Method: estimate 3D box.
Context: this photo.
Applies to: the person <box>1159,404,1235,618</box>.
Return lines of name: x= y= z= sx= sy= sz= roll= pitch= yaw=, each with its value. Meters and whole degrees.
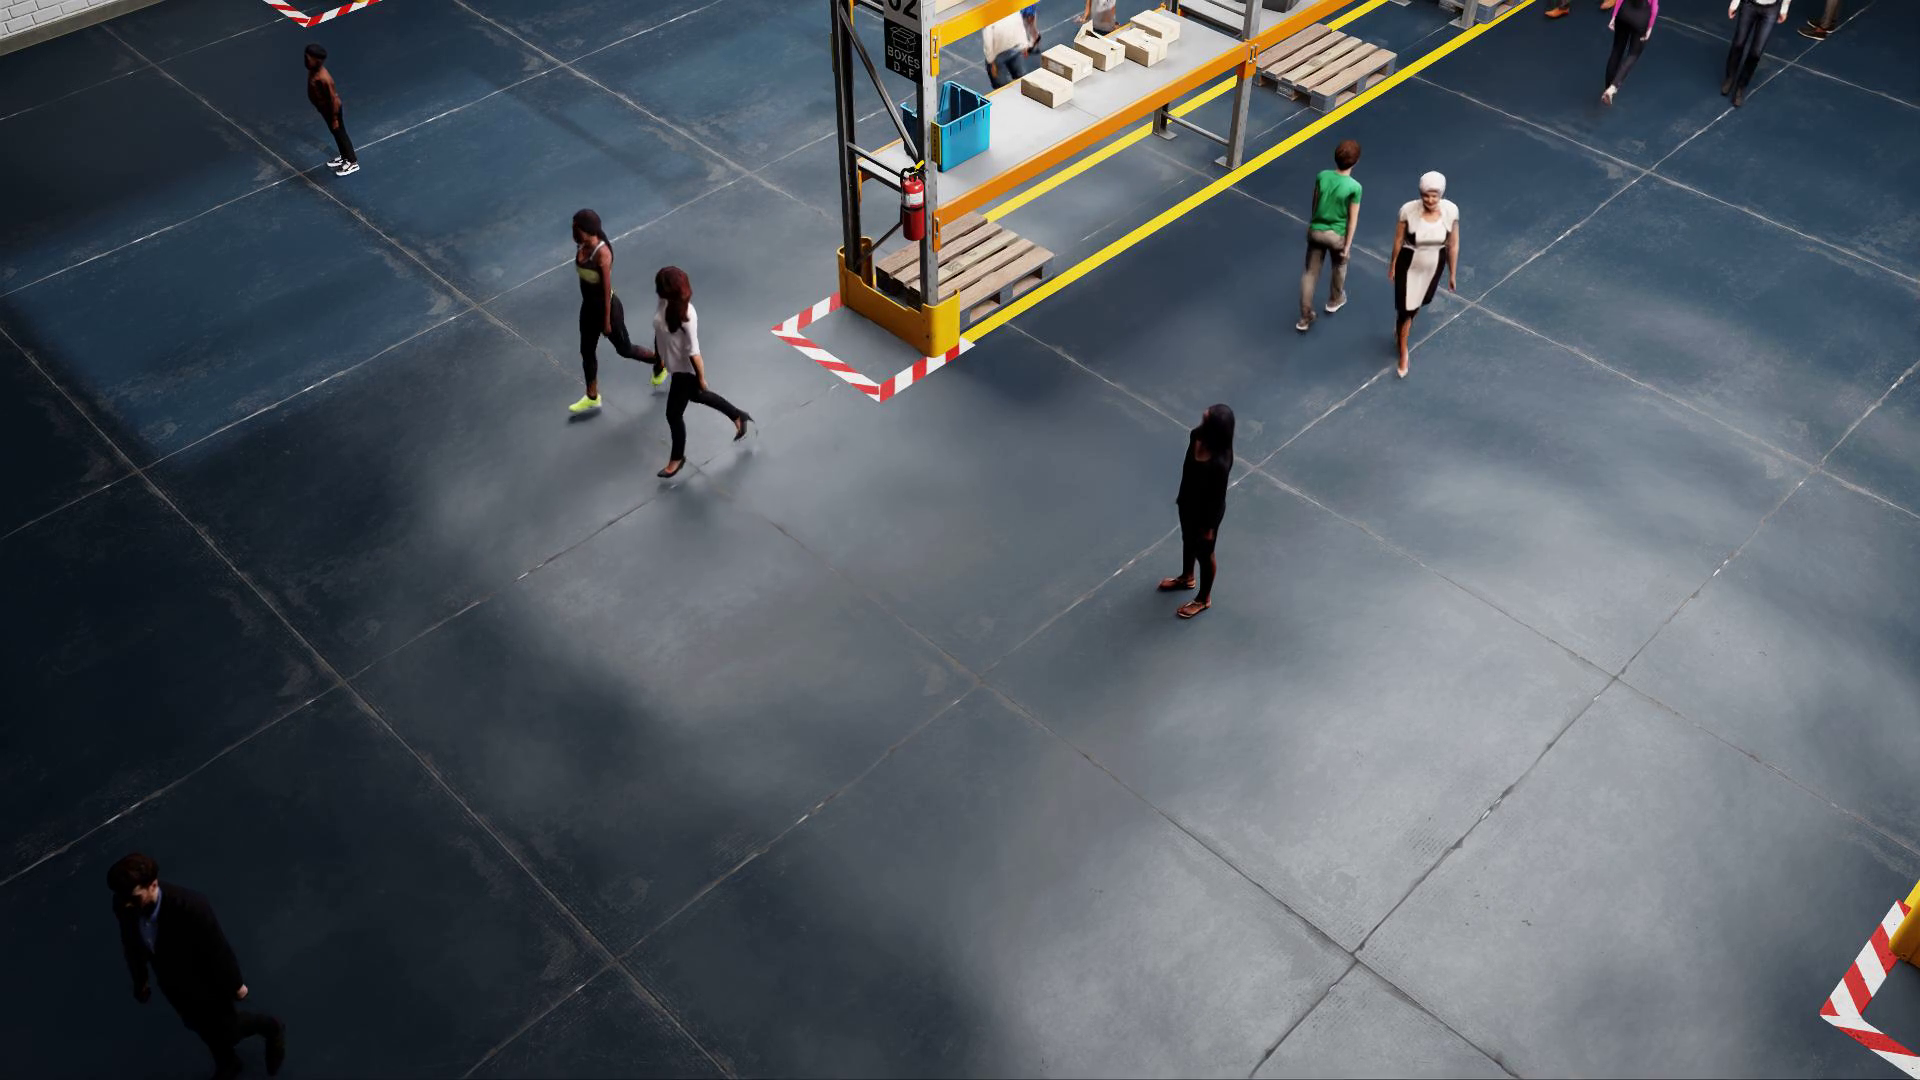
person: x=1.594 y=-0.213 z=10.993 sx=0.659 sy=1.721 sz=0.682 roll=-14 pitch=45 yaw=-14

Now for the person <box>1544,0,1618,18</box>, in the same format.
person: x=6.829 y=-6.354 z=17.334 sx=1.338 sy=1.866 sz=0.927 roll=-21 pitch=48 yaw=-21

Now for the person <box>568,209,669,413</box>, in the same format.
person: x=-2.619 y=-1.761 z=12.619 sx=1.147 sy=1.720 sz=0.683 roll=-28 pitch=50 yaw=-26

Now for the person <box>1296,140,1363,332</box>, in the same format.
person: x=2.923 y=-2.400 z=13.356 sx=0.707 sy=1.629 sz=0.928 roll=21 pitch=47 yaw=21

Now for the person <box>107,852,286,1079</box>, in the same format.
person: x=-3.857 y=2.136 z=8.412 sx=0.890 sy=1.880 sz=0.944 roll=12 pitch=45 yaw=12

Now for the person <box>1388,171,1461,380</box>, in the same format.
person: x=3.584 y=-2.180 z=13.055 sx=0.916 sy=1.725 sz=0.969 roll=-4 pitch=44 yaw=-4

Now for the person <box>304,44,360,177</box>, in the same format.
person: x=-5.785 y=-3.968 z=15.273 sx=0.512 sy=1.254 sz=0.551 roll=-26 pitch=50 yaw=-25

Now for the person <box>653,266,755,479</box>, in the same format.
person: x=-1.910 y=-1.269 z=12.075 sx=1.132 sy=1.759 sz=0.796 roll=-20 pitch=47 yaw=-20

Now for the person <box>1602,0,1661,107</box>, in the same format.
person: x=6.423 y=-4.952 z=15.958 sx=0.636 sy=1.736 sz=0.902 roll=27 pitch=50 yaw=25

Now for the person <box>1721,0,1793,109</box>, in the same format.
person: x=7.771 y=-5.210 z=16.143 sx=0.830 sy=1.852 sz=0.911 roll=18 pitch=47 yaw=18

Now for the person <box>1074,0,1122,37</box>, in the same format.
person: x=1.450 y=-5.170 z=16.403 sx=0.867 sy=1.436 sz=0.606 roll=-31 pitch=52 yaw=-28
